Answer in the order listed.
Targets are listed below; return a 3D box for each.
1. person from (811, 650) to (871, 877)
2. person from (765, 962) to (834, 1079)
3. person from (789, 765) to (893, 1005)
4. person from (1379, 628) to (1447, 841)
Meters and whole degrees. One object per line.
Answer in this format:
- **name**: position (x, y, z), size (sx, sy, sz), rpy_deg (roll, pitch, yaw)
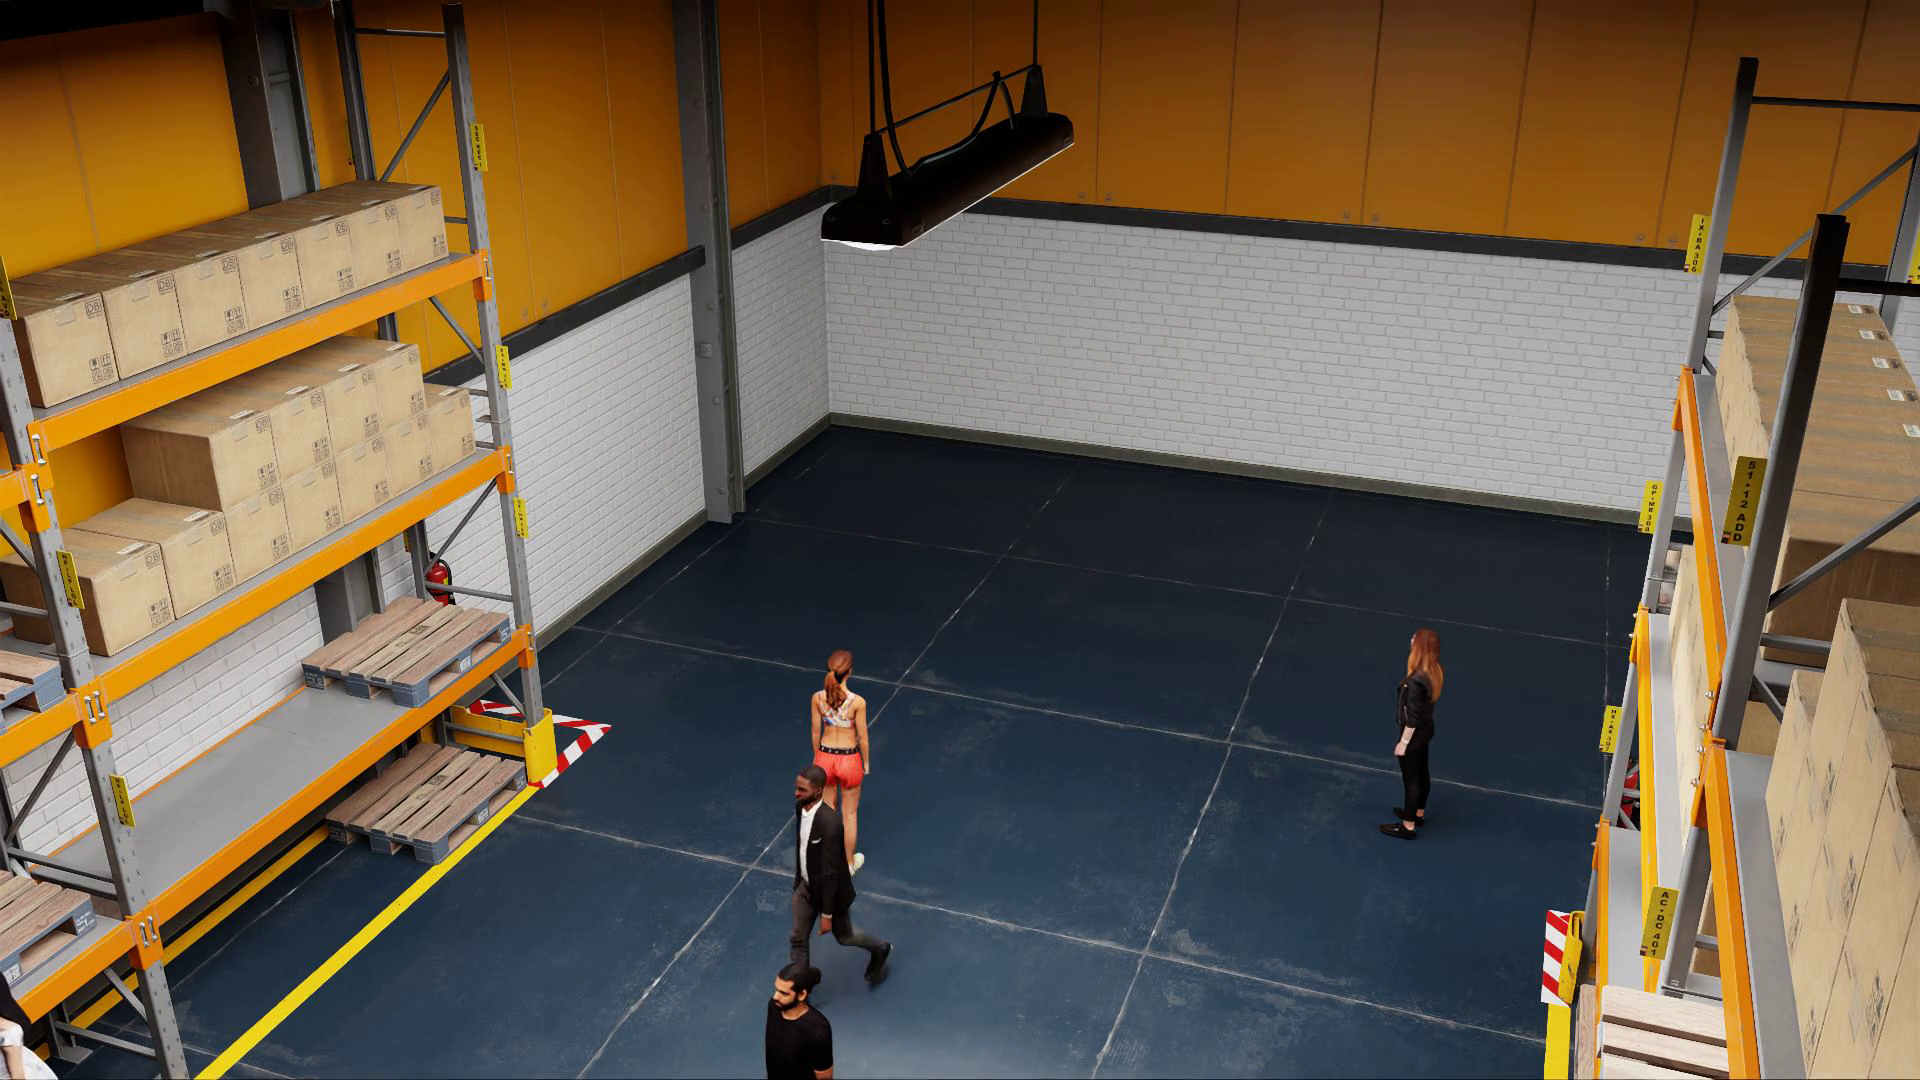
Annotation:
- **person**: position (-0.874, 1.622, 11.981), size (0.611, 1.786, 0.588), rpy_deg (4, 24, 10)
- **person**: position (-0.860, 2.985, 8.896), size (0.717, 1.758, 0.718), rpy_deg (-22, 32, -40)
- **person**: position (-0.796, 2.217, 10.639), size (1.267, 1.769, 1.054), rpy_deg (-19, 30, -36)
- **person**: position (3.440, 1.443, 12.481), size (0.721, 1.713, 0.558), rpy_deg (17, 29, 33)
